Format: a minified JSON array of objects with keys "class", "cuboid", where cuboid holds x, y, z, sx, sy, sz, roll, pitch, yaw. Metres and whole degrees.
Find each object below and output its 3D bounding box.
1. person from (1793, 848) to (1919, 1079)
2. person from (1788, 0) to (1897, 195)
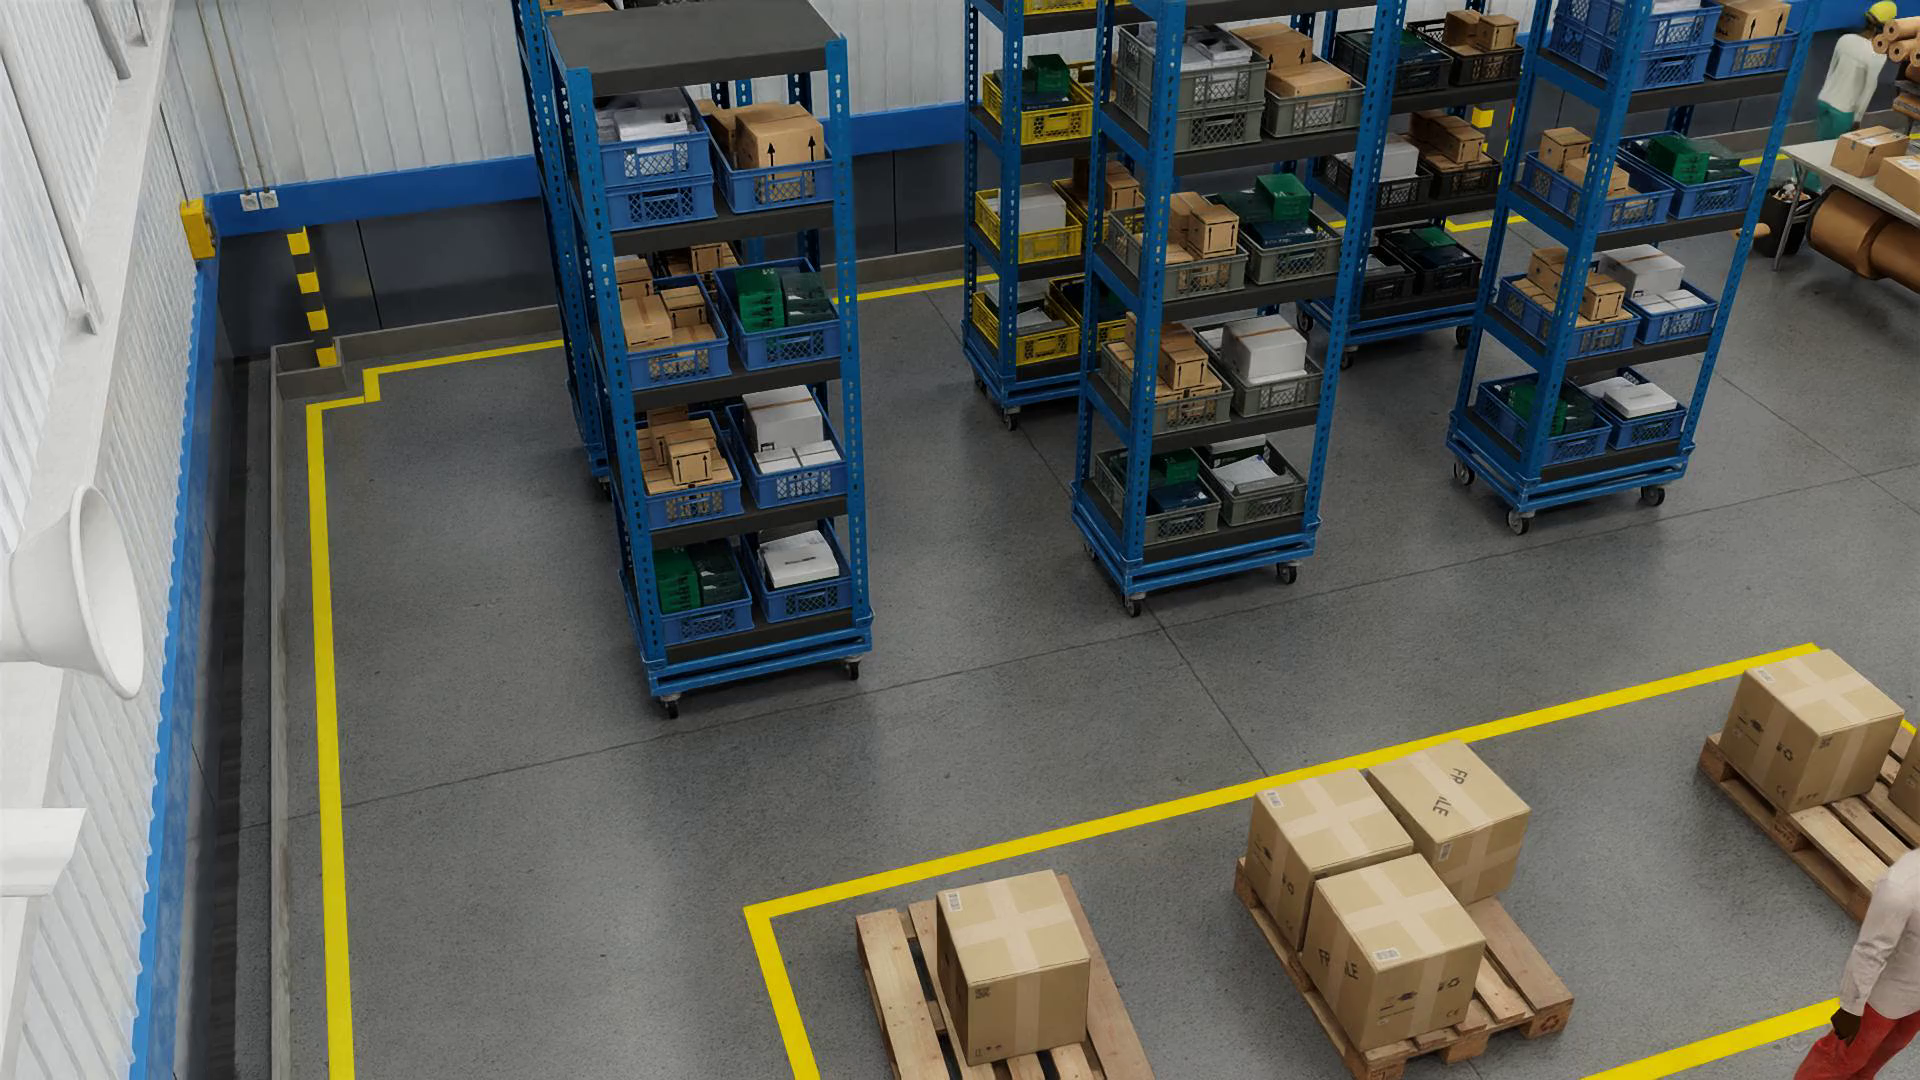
[{"class":"person","cuboid":[3.530,1.657,6.209,0.622,1.992,0.388,-15,38,-20]},{"class":"person","cuboid":[7.378,-3.647,13.957,0.561,1.738,0.529,-11,37,-15]}]
